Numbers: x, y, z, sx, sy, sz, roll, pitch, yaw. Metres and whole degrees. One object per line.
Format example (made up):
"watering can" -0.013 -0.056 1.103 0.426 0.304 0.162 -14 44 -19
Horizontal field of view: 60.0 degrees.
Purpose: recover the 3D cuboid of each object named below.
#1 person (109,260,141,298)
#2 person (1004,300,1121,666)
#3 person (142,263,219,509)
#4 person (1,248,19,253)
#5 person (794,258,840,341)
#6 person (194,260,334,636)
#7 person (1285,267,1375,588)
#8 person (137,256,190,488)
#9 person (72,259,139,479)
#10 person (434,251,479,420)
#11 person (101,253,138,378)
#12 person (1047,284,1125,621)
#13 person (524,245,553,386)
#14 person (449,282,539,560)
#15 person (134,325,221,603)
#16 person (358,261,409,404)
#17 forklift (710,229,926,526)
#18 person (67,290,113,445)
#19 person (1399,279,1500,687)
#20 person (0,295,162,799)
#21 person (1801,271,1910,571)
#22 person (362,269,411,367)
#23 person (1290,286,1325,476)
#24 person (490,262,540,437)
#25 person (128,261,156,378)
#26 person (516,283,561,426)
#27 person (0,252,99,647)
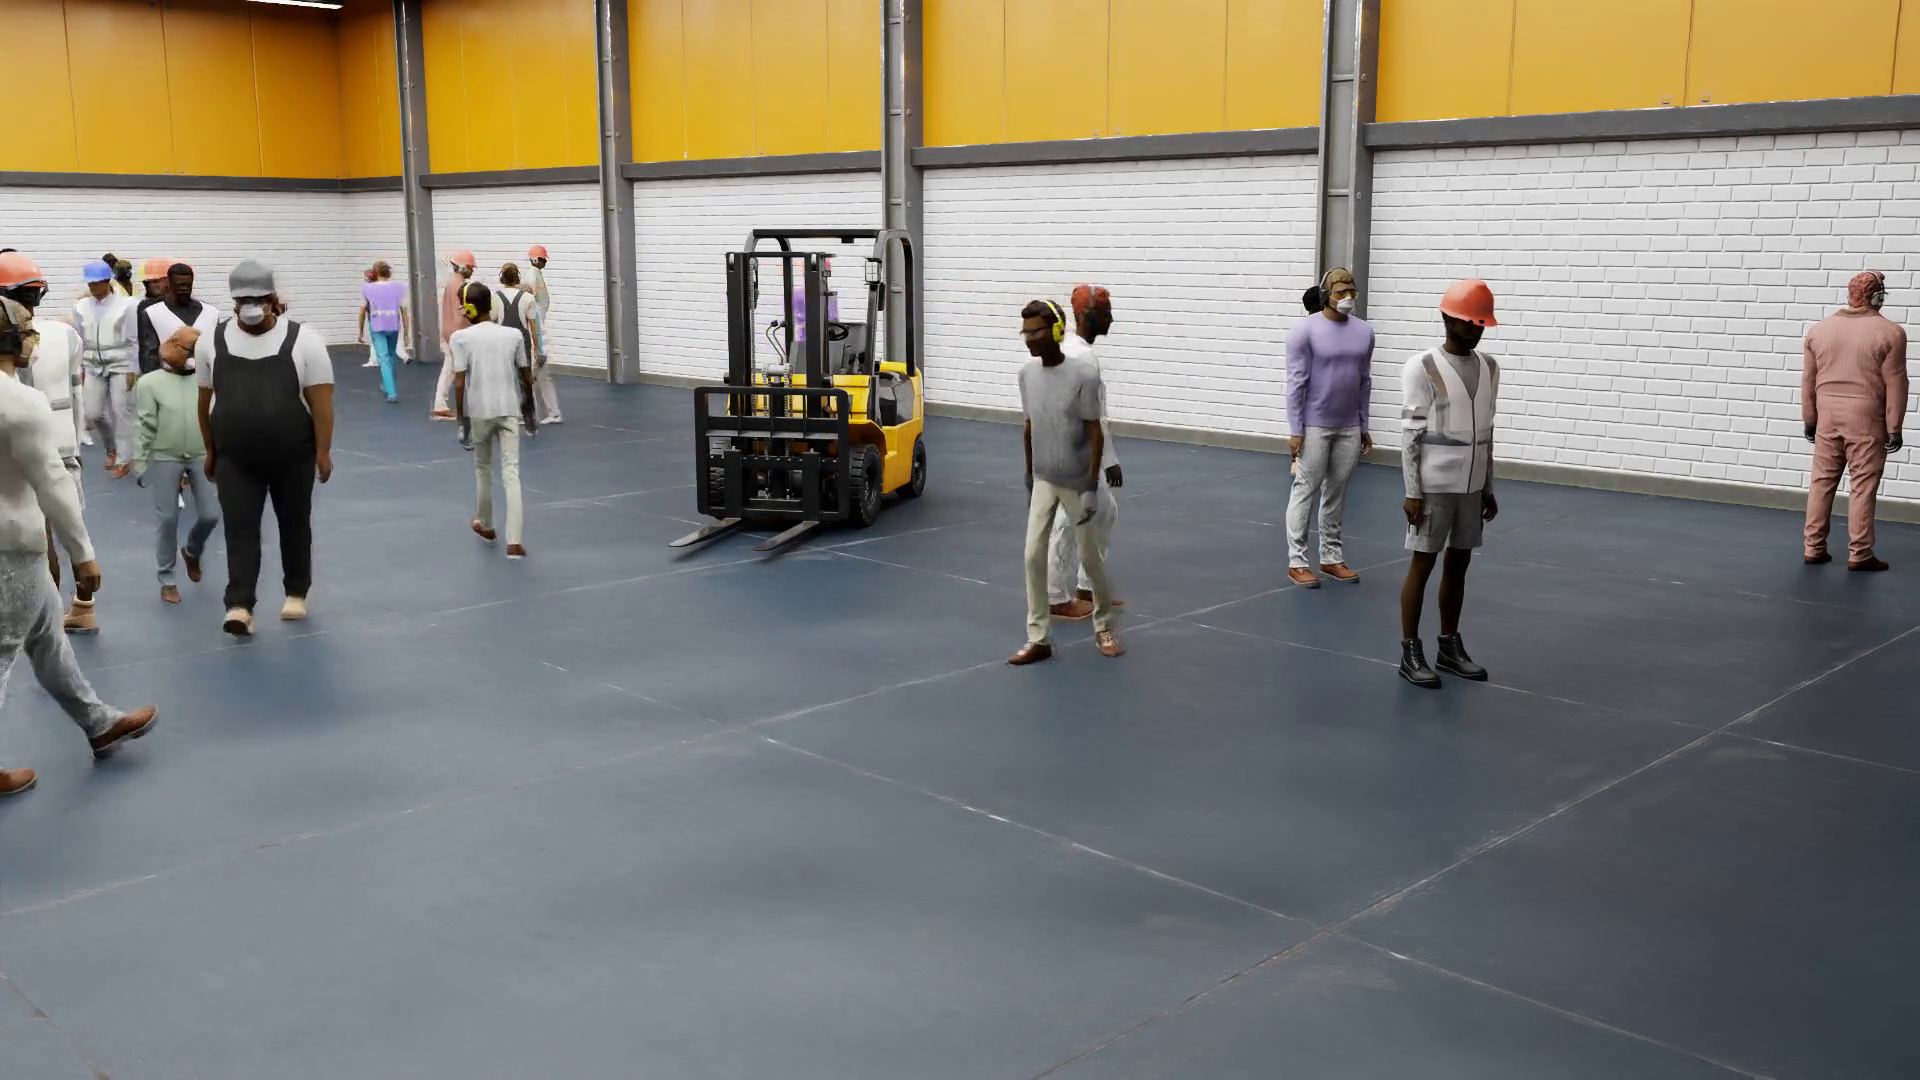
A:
"person" -11.479 -2.945 22.904 0.978 1.793 0.629 4 11 23
"person" 0.545 -0.286 8.336 0.521 1.829 0.684 8 13 36
"person" -6.102 -1.216 13.113 0.369 1.915 0.597 9 14 42
"person" -13.955 -3.332 24.544 0.612 1.947 0.452 6 12 31
"person" -1.463 -2.025 17.517 0.404 1.924 0.551 8 13 38
"person" -3.729 -0.508 8.912 0.709 2.000 0.976 -3 11 -14
"person" 2.258 -0.684 10.154 0.629 1.940 0.379 -5 11 -25
"person" -6.662 -1.443 14.227 0.665 1.964 0.730 2 11 12
"person" -7.490 -1.501 14.655 0.612 1.928 0.496 0 10 -1
"person" -5.680 -2.360 19.278 1.011 1.937 0.628 -5 12 -27
"person" -12.496 -3.298 24.597 0.509 1.872 0.329 -3 11 -16
"person" 0.734 -0.465 9.157 0.640 1.863 0.570 0 10 2
"person" -5.988 -3.184 23.637 0.400 1.989 0.623 -2 11 -9
"person" -3.118 -0.813 11.174 0.576 1.813 0.944 -4 11 -21
"person" -4.574 -0.455 9.778 0.571 1.617 0.454 -7 13 -35
"person" -7.422 -2.669 21.373 0.574 1.791 0.999 -8 13 -37
"forklift" -1.050 -1.319 12.920 1.214 2.155 2.313 2 11 13
"person" -8.705 -1.715 16.733 0.895 1.591 0.523 6 12 29
"person" 2.343 -0.267 7.905 0.542 1.931 0.366 -5 12 -25
"person" -3.532 0.018 6.423 0.660 1.897 0.955 7 13 35
"person" 5.725 -0.758 10.640 0.408 1.906 0.652 -7 12 -33
"person" -9.319 -3.591 26.946 0.758 1.596 0.552 -2 11 -10
"person" 3.119 -1.410 14.798 0.319 1.695 0.535 3 11 17
"person" -4.707 -1.995 17.556 0.514 1.845 0.336 -3 11 -15
"person" -7.871 -1.789 16.306 0.598 1.898 0.869 -5 11 -25
"person" -4.795 -2.082 18.682 0.604 1.598 0.517 -4 11 -19
"person" -4.819 -0.463 8.656 0.383 2.045 0.605 2 11 13
